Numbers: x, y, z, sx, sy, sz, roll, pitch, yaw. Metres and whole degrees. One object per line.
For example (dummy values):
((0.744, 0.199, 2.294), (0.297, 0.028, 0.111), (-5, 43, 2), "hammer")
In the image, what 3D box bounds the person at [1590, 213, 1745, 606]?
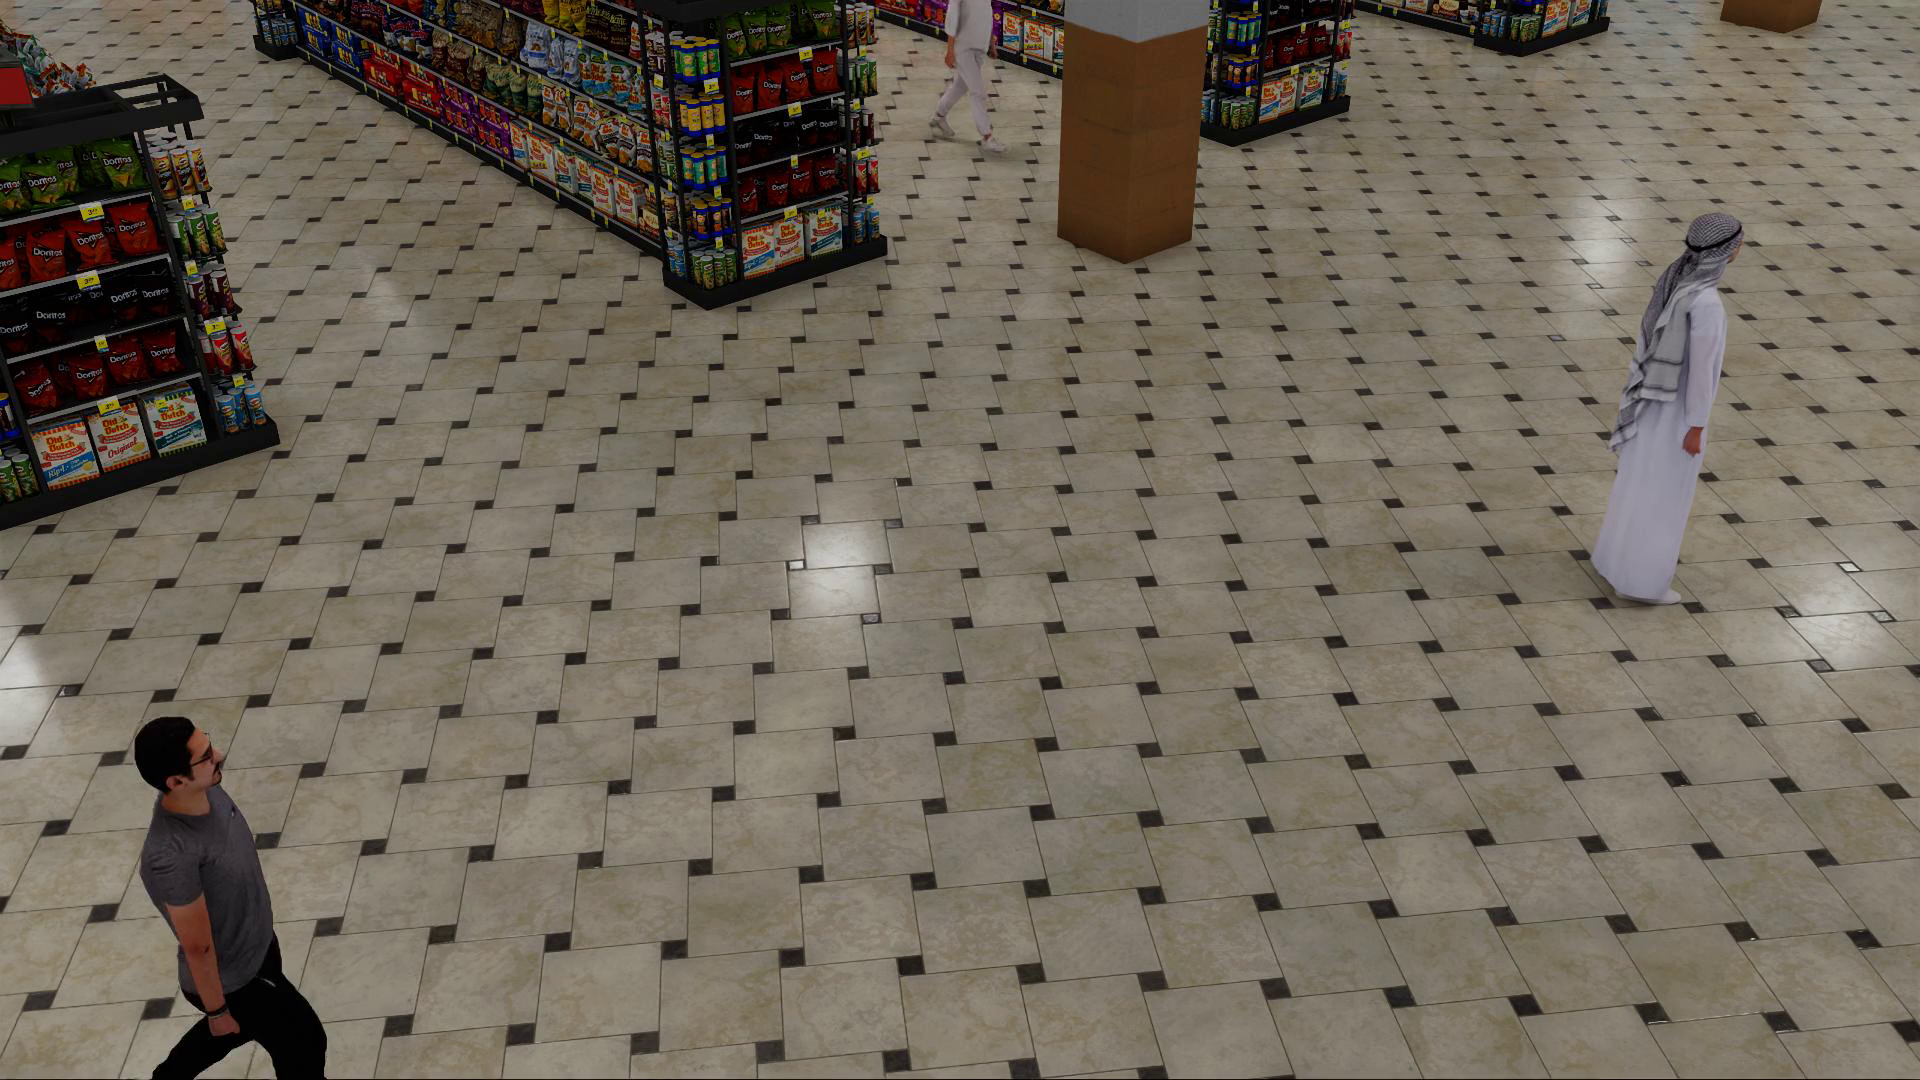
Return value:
((3.320, -0.610, 7.775), (0.870, 1.926, 0.784), (-2, 32, -2), "person")

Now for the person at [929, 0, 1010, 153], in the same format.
((0.011, -4.012, 13.505), (1.157, 1.650, 0.774), (22, 38, 31), "person")

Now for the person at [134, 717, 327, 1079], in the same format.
((-2.250, 1.266, 4.949), (0.927, 1.727, 1.078), (-10, 33, -16), "person")
